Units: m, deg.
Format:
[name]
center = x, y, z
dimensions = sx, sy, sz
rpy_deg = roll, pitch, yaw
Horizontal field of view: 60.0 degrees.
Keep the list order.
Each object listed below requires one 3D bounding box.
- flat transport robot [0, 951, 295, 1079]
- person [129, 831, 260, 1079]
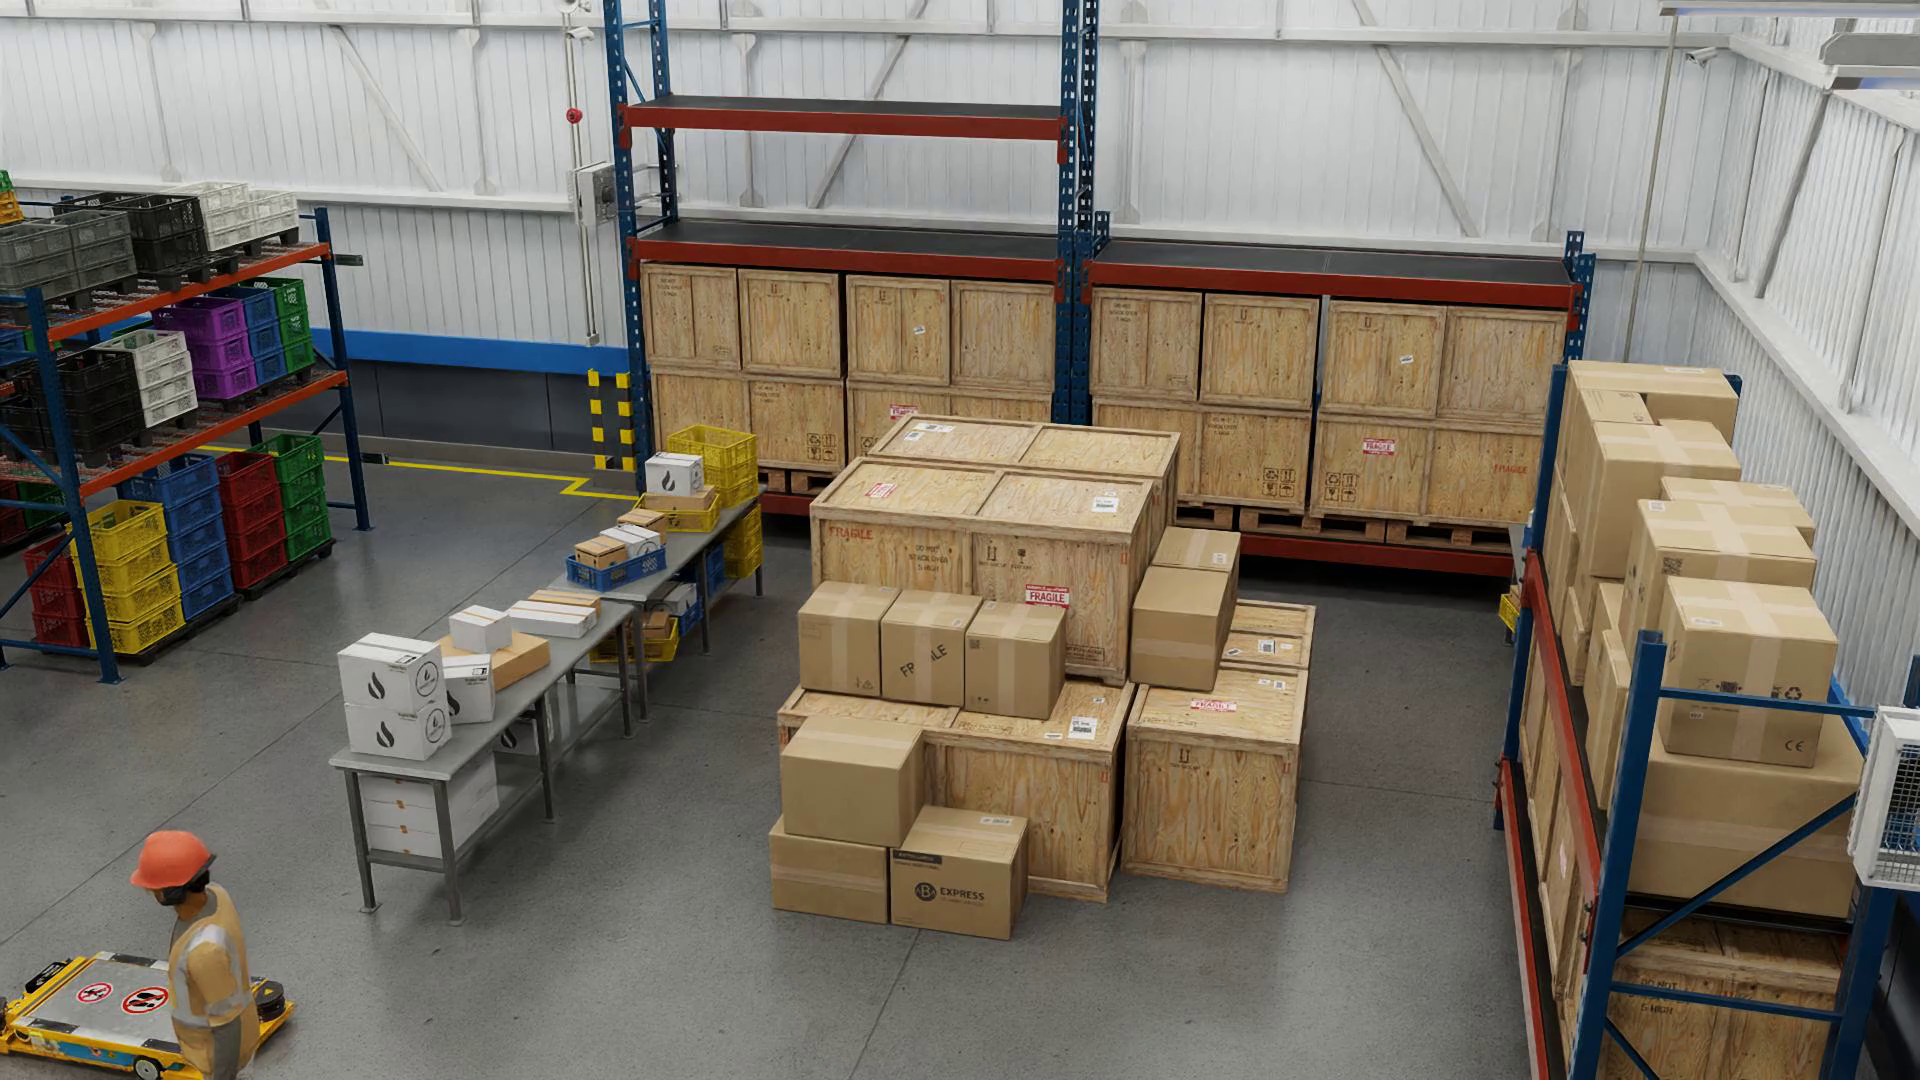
[flat transport robot]
center = -4.270, 2.464, 8.601
dimensions = 1.431, 0.231, 0.659
rpy_deg = 5, 22, 13
[person]
center = -3.150, 2.124, 7.010
dimensions = 0.376, 2.039, 0.614
rpy_deg = -10, 23, -24
